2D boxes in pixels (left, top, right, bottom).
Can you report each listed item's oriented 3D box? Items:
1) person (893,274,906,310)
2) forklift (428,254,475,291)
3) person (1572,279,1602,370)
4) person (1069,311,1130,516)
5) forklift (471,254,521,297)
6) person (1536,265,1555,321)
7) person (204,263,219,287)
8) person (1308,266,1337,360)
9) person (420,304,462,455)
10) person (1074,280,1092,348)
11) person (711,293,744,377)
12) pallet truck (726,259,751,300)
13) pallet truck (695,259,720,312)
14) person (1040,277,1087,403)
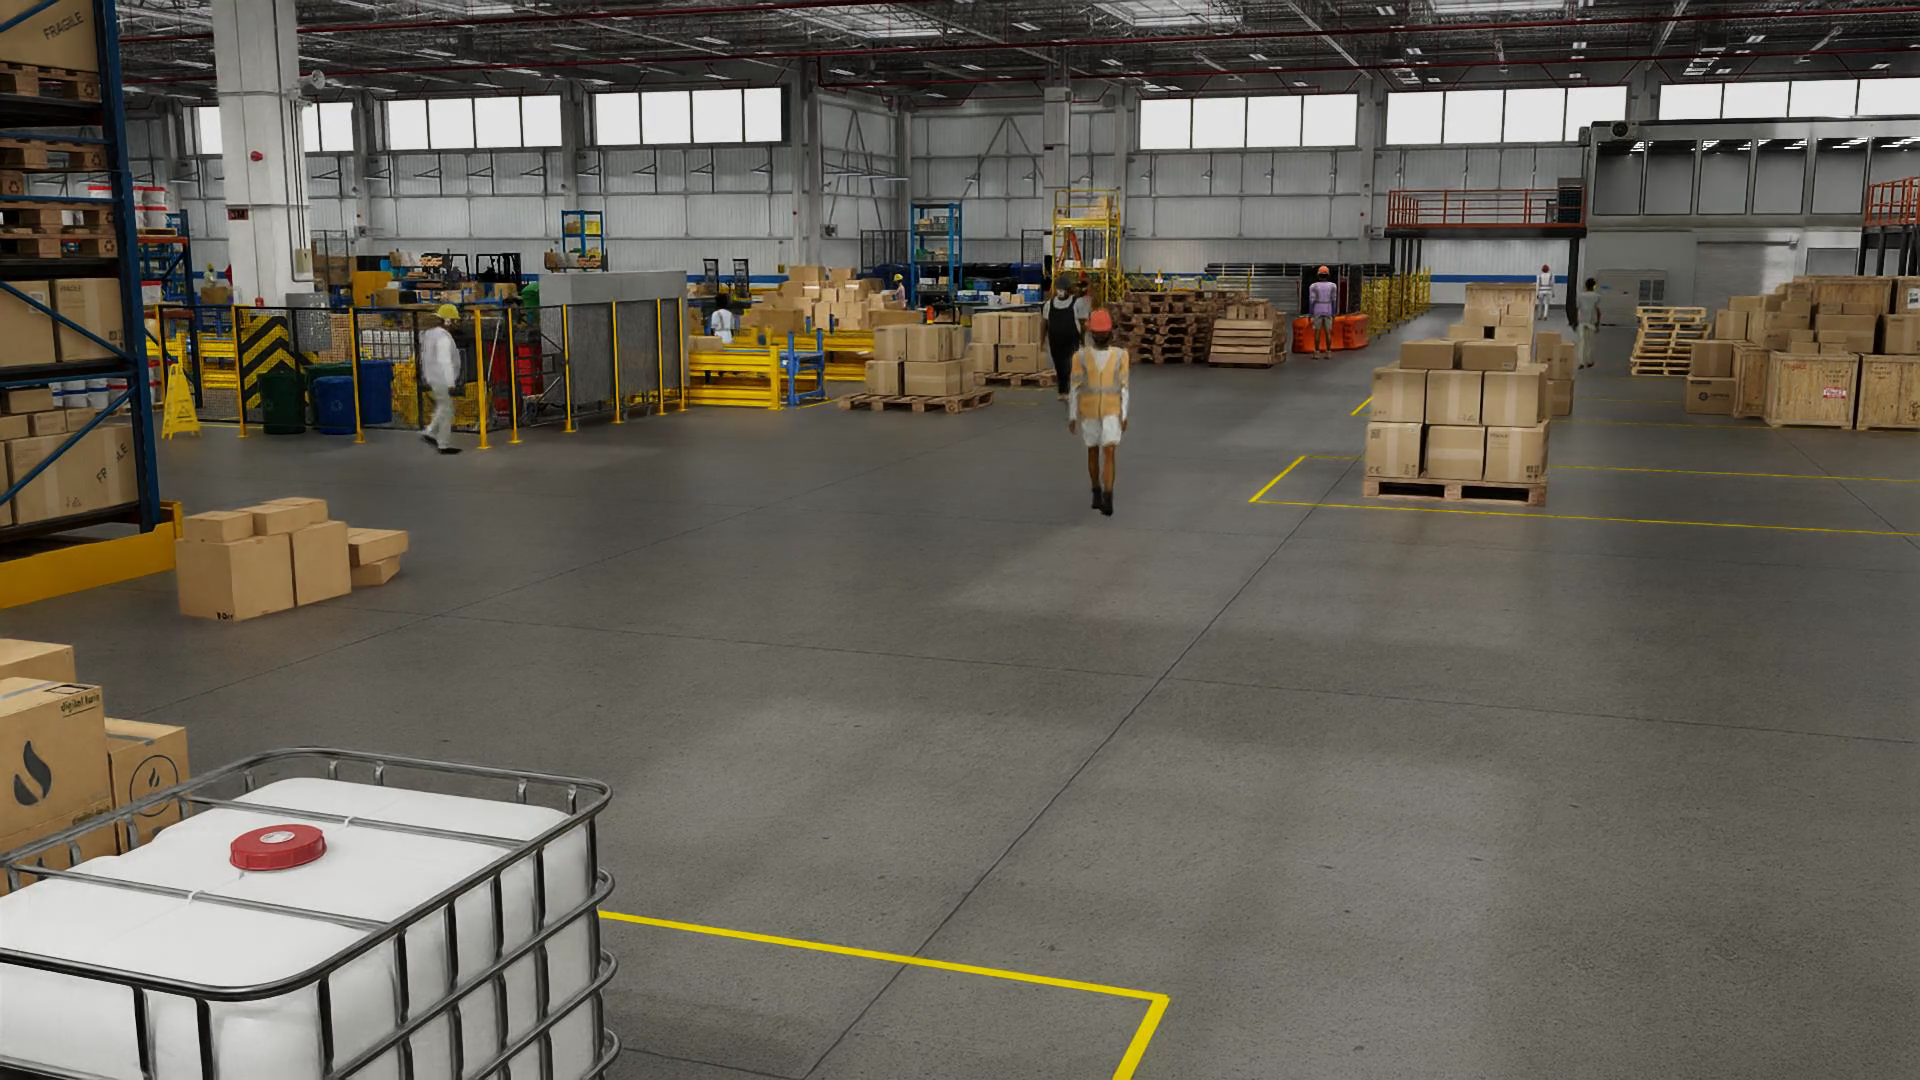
[{"bbox_3d":[-1.540,-5.913,42.535,0.327,1.760,0.524,0,10,2],"label":"person"},{"bbox_3d":[-20.133,-10.254,65.465,1.157,1.987,2.680,3,11,19],"label":"forklift"},{"bbox_3d":[12.656,-4.359,33.597,0.527,1.819,0.873,5,11,24],"label":"person"},{"bbox_3d":[1.298,-1.175,15.484,0.563,1.879,1.008,1,10,5],"label":"person"},{"bbox_3d":[-17.990,-10.121,64.684,1.157,1.987,2.680,3,11,17],"label":"forklift"},{"bbox_3d":[19.347,-8.162,55.018,0.591,1.837,0.999,3,11,19],"label":"person"},{"bbox_3d":[-29.178,-9.900,64.892,0.611,1.788,0.608,-10,14,-44],"label":"person"},{"bbox_3d":[7.925,-4.968,36.408,0.605,2.045,0.377,-1,10,-4],"label":"person"},{"bbox_3d":[-6.150,-1.911,19.859,0.465,1.808,0.648,-6,12,-32],"label":"person"},{"bbox_3d":[2.255,-4.039,31.745,0.525,1.852,0.786,-6,12,-30],"label":"person"},{"bbox_3d":[-4.070,-3.454,28.928,0.743,1.672,0.542,5,11,25],"label":"person"},{"bbox_3d":[-7.986,-9.493,62.019,0.823,1.965,1.885,3,11,17],"label":"pallet truck"},{"bbox_3d":[-9.165,-9.627,62.776,0.823,1.965,1.885,4,11,23],"label":"pallet truck"},{"bbox_3d":[1.592,-3.189,26.398,0.710,2.000,0.966,4,11,21],"label":"person"}]
